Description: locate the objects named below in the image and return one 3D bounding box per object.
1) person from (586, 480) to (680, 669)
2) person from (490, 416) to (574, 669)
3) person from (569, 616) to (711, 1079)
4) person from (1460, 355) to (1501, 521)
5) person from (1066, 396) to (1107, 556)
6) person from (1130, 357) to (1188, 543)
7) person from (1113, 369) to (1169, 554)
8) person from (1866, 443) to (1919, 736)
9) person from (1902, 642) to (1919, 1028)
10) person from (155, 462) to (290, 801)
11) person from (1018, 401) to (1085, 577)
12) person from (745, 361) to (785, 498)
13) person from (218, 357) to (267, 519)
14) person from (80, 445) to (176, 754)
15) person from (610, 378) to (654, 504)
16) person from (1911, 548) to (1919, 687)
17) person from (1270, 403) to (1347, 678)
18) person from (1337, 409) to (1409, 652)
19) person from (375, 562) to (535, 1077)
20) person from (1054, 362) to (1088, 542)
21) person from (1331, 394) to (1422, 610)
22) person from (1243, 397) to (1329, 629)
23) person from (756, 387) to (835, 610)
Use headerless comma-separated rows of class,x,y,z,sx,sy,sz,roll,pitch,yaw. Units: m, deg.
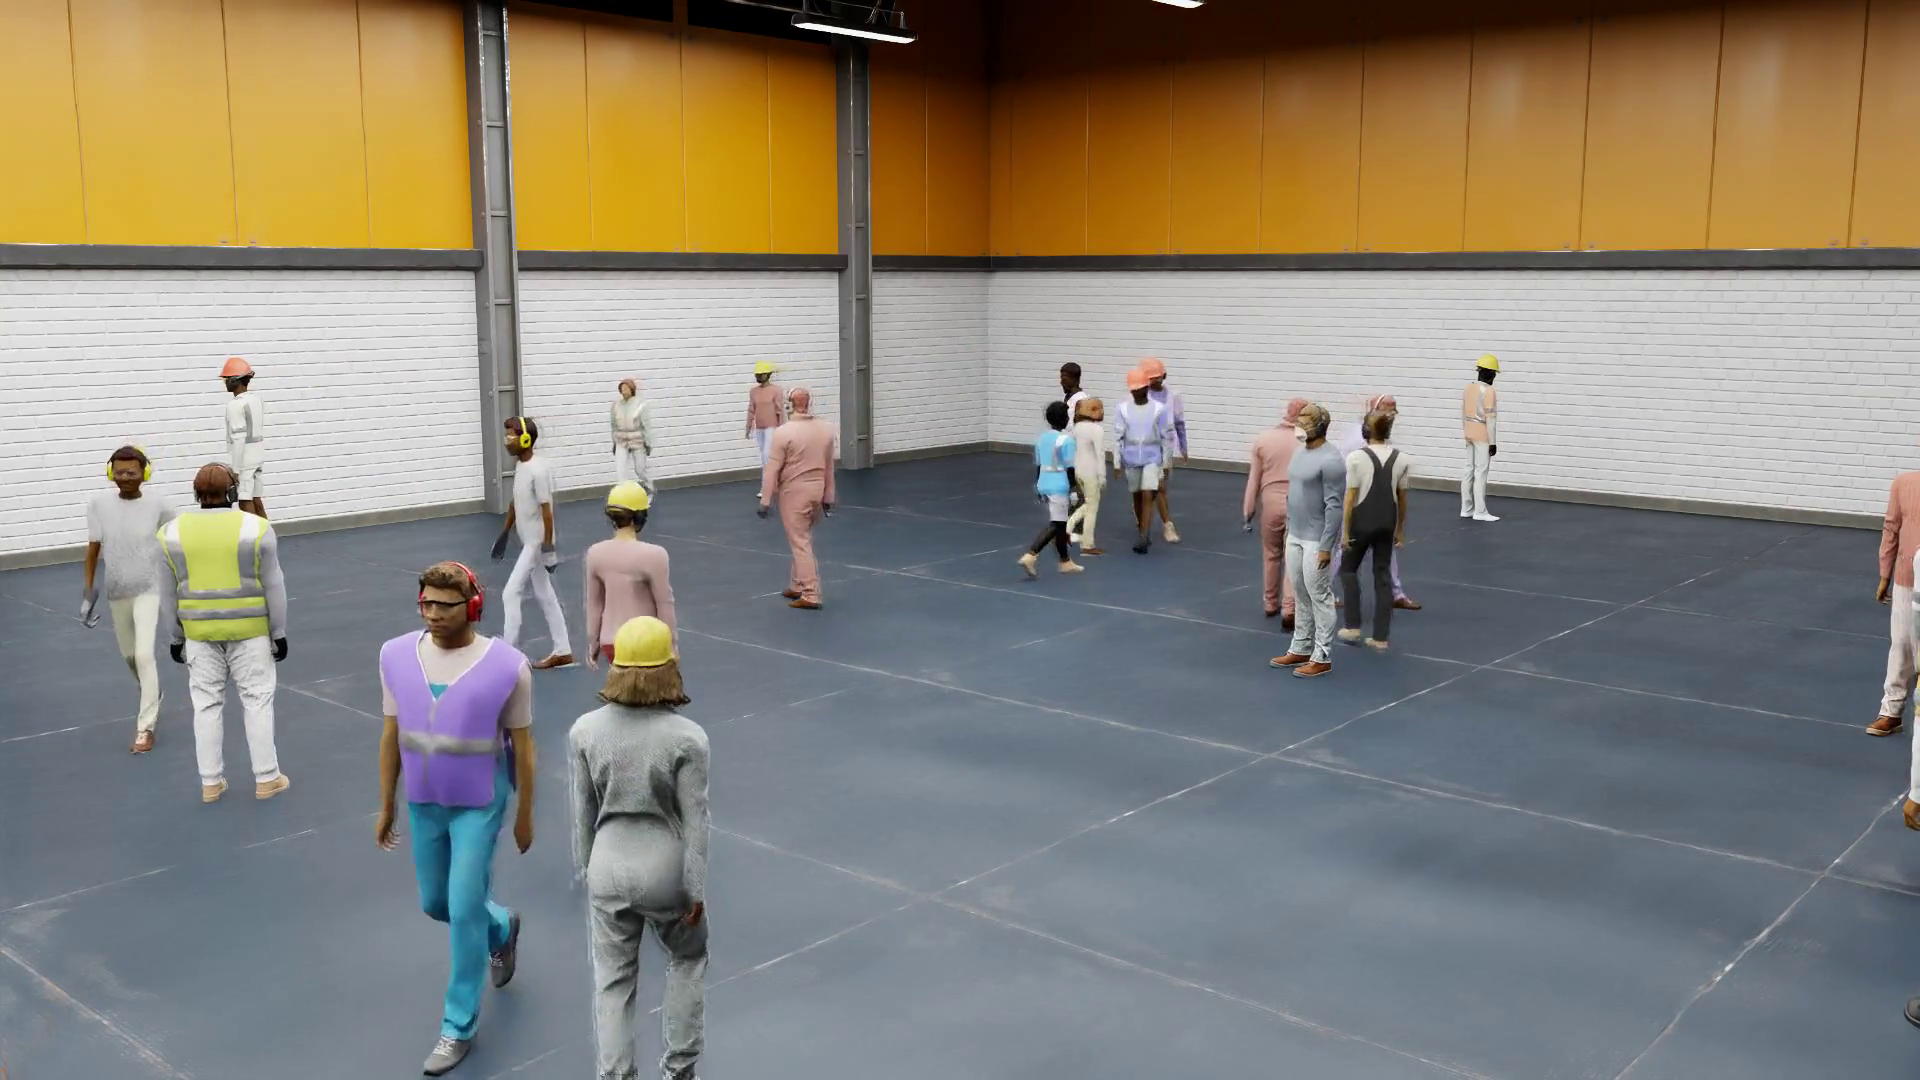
person,-1.800,0.552,8.931,0.528,1.743,0.787,5,10,29
person,-3.161,0.044,11.818,0.829,1.834,0.514,-4,10,-21
person,-1.044,1.104,5.529,0.497,1.726,0.552,1,9,6
person,6.035,-1.179,19.251,0.382,1.917,0.585,-2,9,-15
person,1.277,-0.638,16.770,0.411,1.624,0.499,-4,10,-23
person,2.086,-1.000,17.937,0.670,1.984,0.989,-4,10,-25
person,1.866,-0.821,17.150,0.557,1.886,1.025,2,9,11
person,5.876,0.244,10.064,0.379,1.996,0.609,-8,12,-42
person,3.772,0.901,6.121,0.546,1.939,0.375,2,9,14
person,-3.949,0.499,8.971,0.643,1.842,0.429,-1,9,-9
person,0.845,-0.472,15.571,0.755,1.674,0.535,-4,10,-26
person,-2.526,-1.402,21.189,0.546,1.742,0.684,6,11,35
person,-6.946,-0.743,16.113,0.373,2.043,0.615,0,9,-3
person,-5.039,0.312,10.175,0.528,1.834,0.927,-1,9,-9
person,-3.947,-1.158,20.094,0.522,1.611,0.748,2,9,10
person,4.863,0.610,7.990,0.452,1.921,0.579,-6,11,-33
person,2.480,0.000,11.780,0.372,1.940,0.631,-3,10,-18
person,3.104,-0.081,12.638,0.553,1.822,0.653,-1,9,-9
person,-1.829,0.955,6.155,0.576,1.825,0.789,2,9,13
person,1.212,-0.932,17.704,0.392,1.917,0.592,-2,9,-11
person,3.436,-0.316,14.063,0.892,1.857,0.719,4,10,22
person,2.658,-0.227,13.483,0.715,1.857,0.880,3,10,18
person,-1.456,-0.360,14.221,0.775,1.881,0.660,7,11,37
